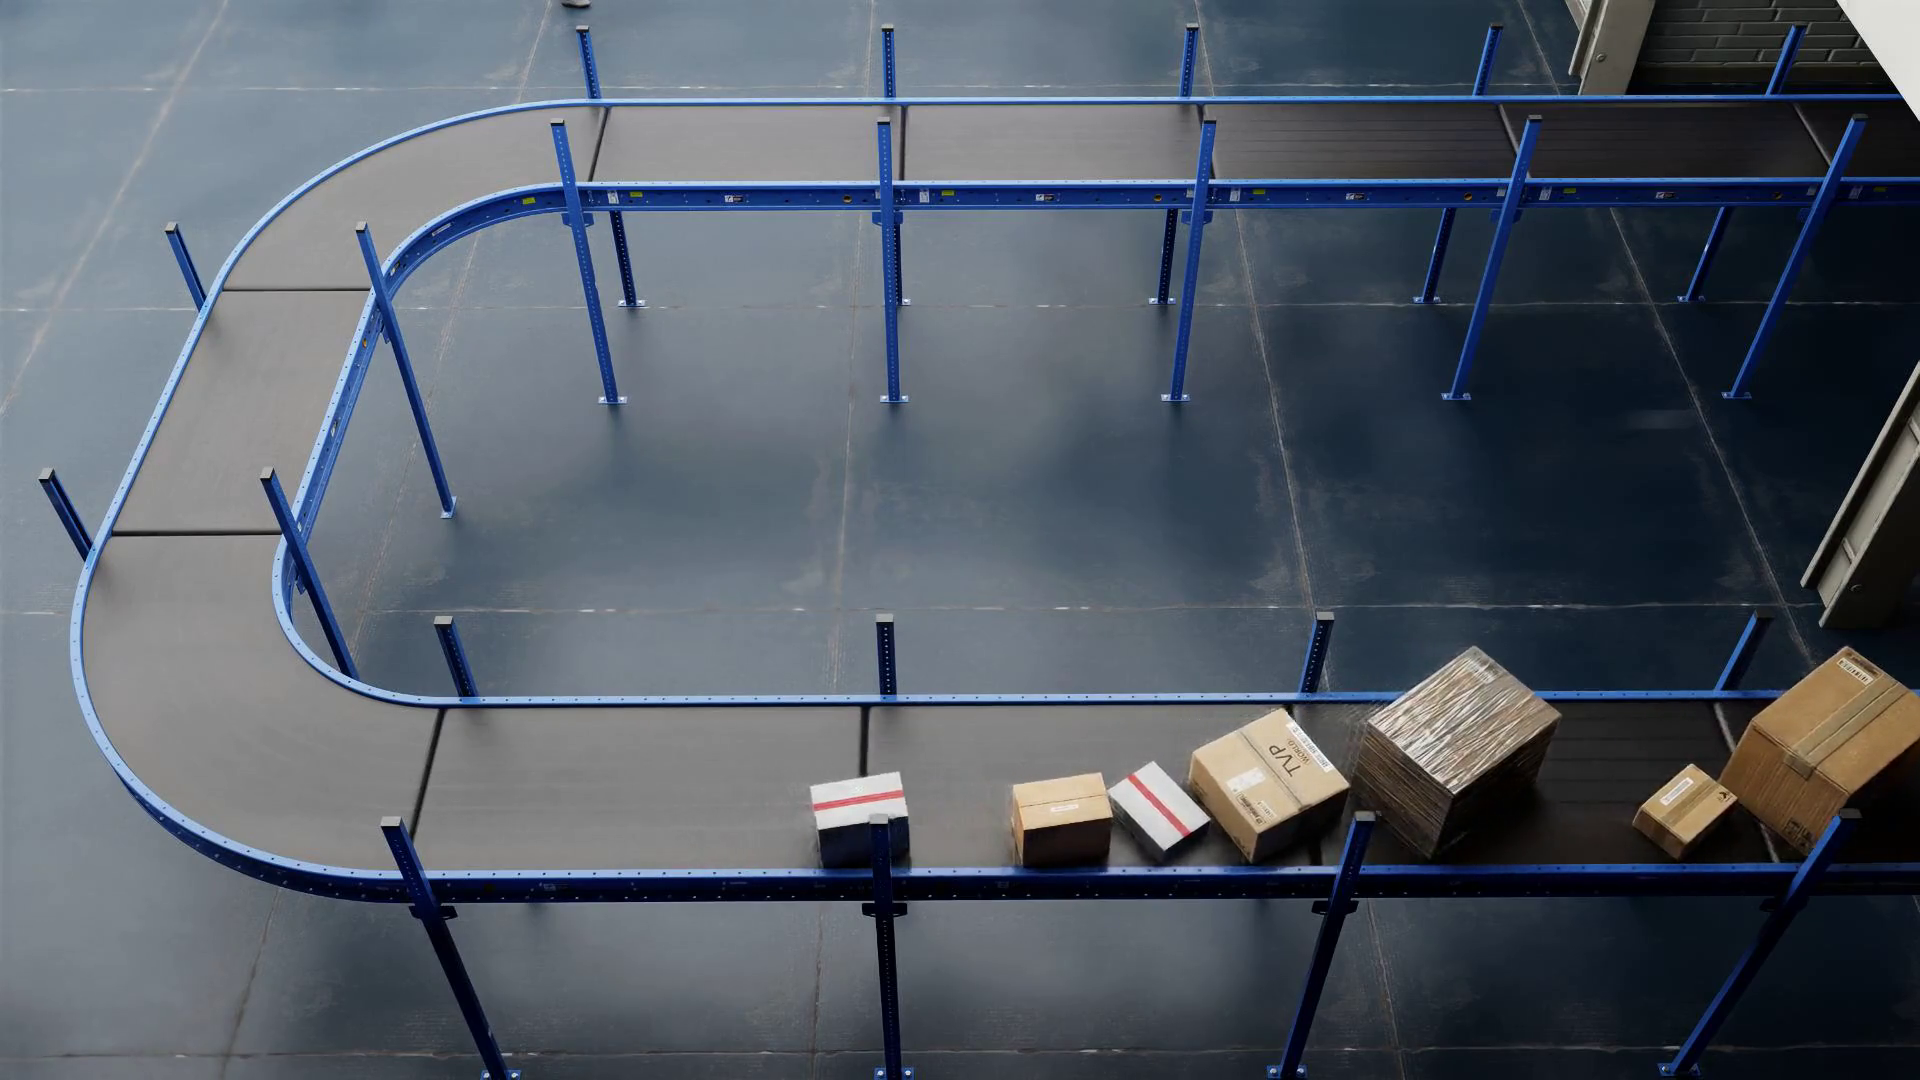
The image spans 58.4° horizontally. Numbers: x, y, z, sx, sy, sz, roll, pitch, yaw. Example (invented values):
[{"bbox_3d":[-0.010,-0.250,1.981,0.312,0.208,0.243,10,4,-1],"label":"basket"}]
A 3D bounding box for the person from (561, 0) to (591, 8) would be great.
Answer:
[{"bbox_3d":[-3.588,-5.659,15.351,0.314,1.769,0.524,-9,48,-8],"label":"person"}]
